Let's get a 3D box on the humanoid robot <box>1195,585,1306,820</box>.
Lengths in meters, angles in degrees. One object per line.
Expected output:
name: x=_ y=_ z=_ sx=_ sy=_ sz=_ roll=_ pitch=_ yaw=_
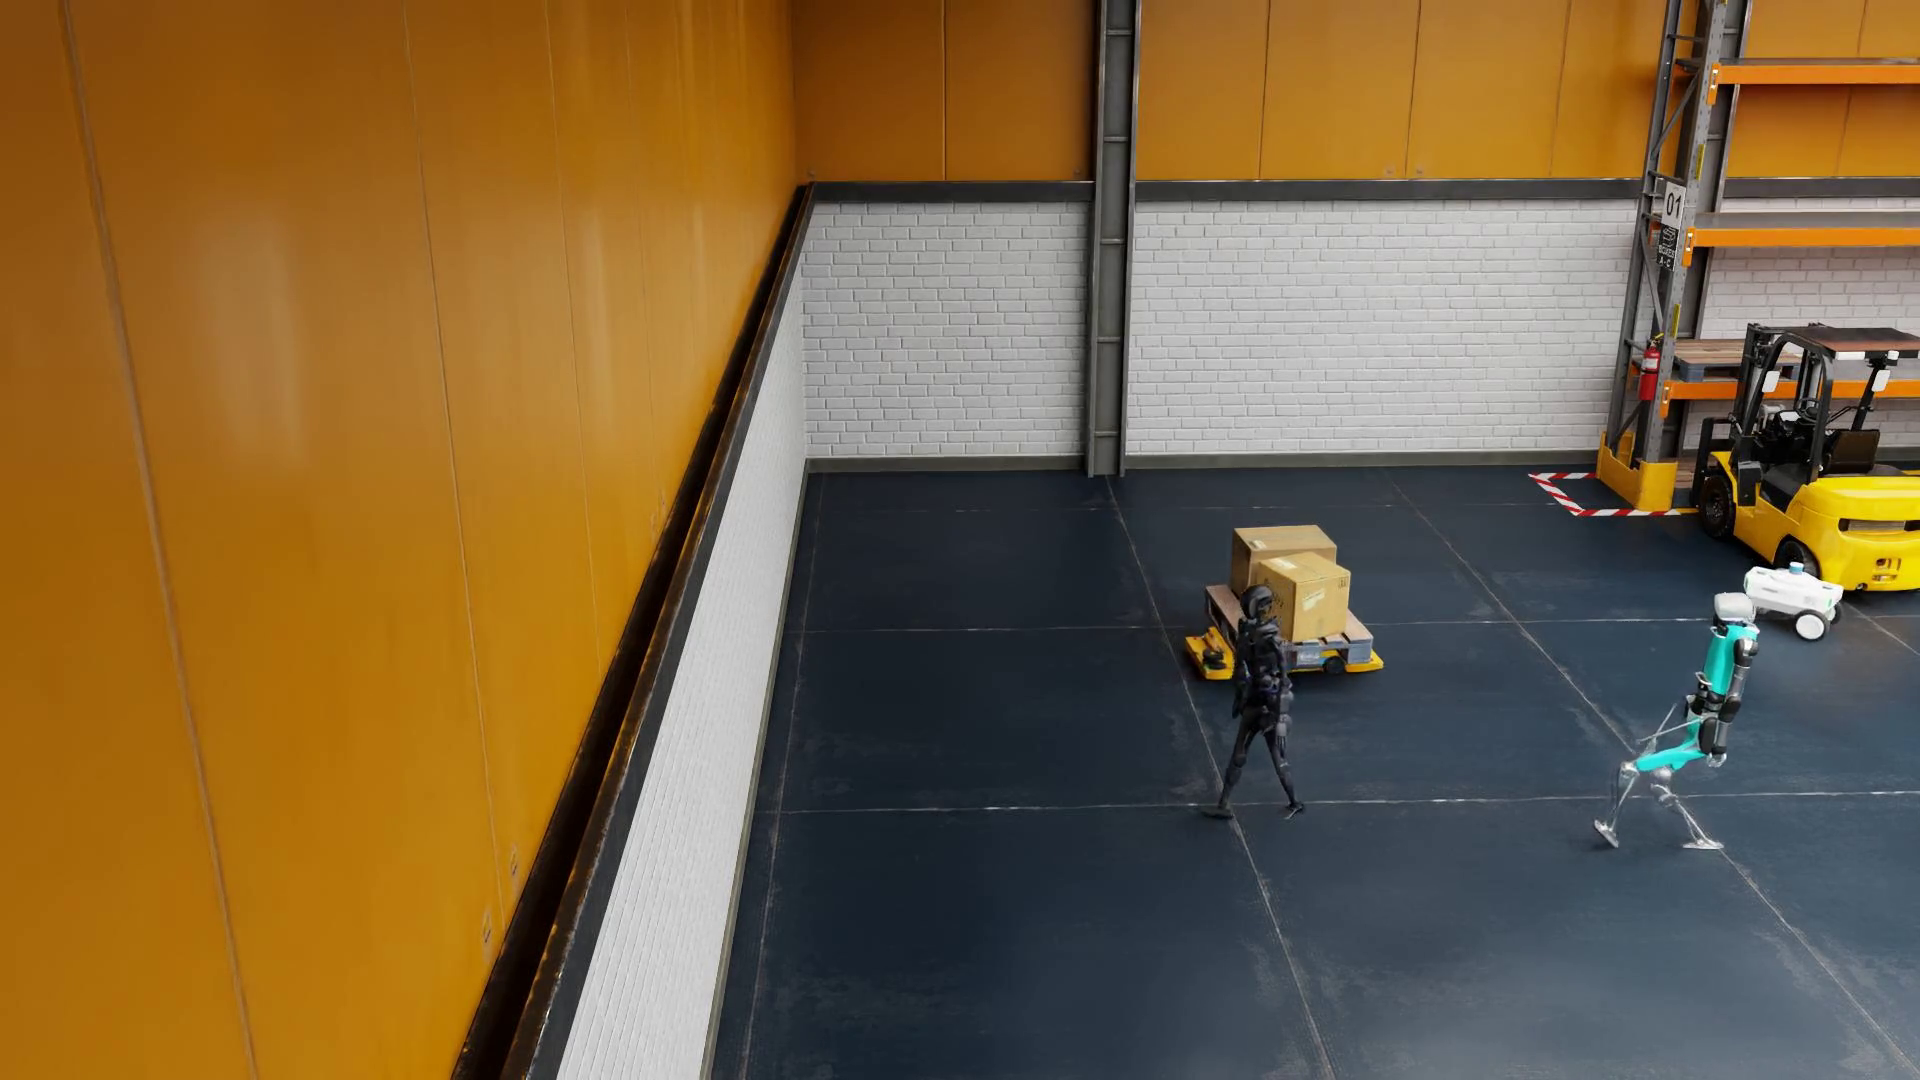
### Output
humanoid robot: x=1.926 y=1.068 z=10.688 sx=0.758 sy=1.623 sz=0.612 roll=-8 pitch=22 yaw=-22

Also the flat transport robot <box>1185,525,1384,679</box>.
flat transport robot: x=2.564 y=0.860 z=13.222 sx=1.431 sy=0.231 sz=0.659 roll=-3 pitch=20 yaw=-7

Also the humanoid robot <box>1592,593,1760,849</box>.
humanoid robot: x=4.353 y=1.152 z=10.344 sx=0.970 sy=1.771 sz=0.537 roll=2 pitch=20 yaw=7

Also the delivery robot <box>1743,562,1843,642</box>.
delivery robot: x=6.927 y=0.485 z=13.816 sx=0.761 sy=0.590 sz=0.499 roll=16 pitch=26 yaw=37

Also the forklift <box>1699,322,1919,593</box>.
forklift: x=7.809 y=-0.792 z=14.926 sx=1.214 sy=2.155 sz=2.313 roll=-1 pitch=20 yaw=-2
